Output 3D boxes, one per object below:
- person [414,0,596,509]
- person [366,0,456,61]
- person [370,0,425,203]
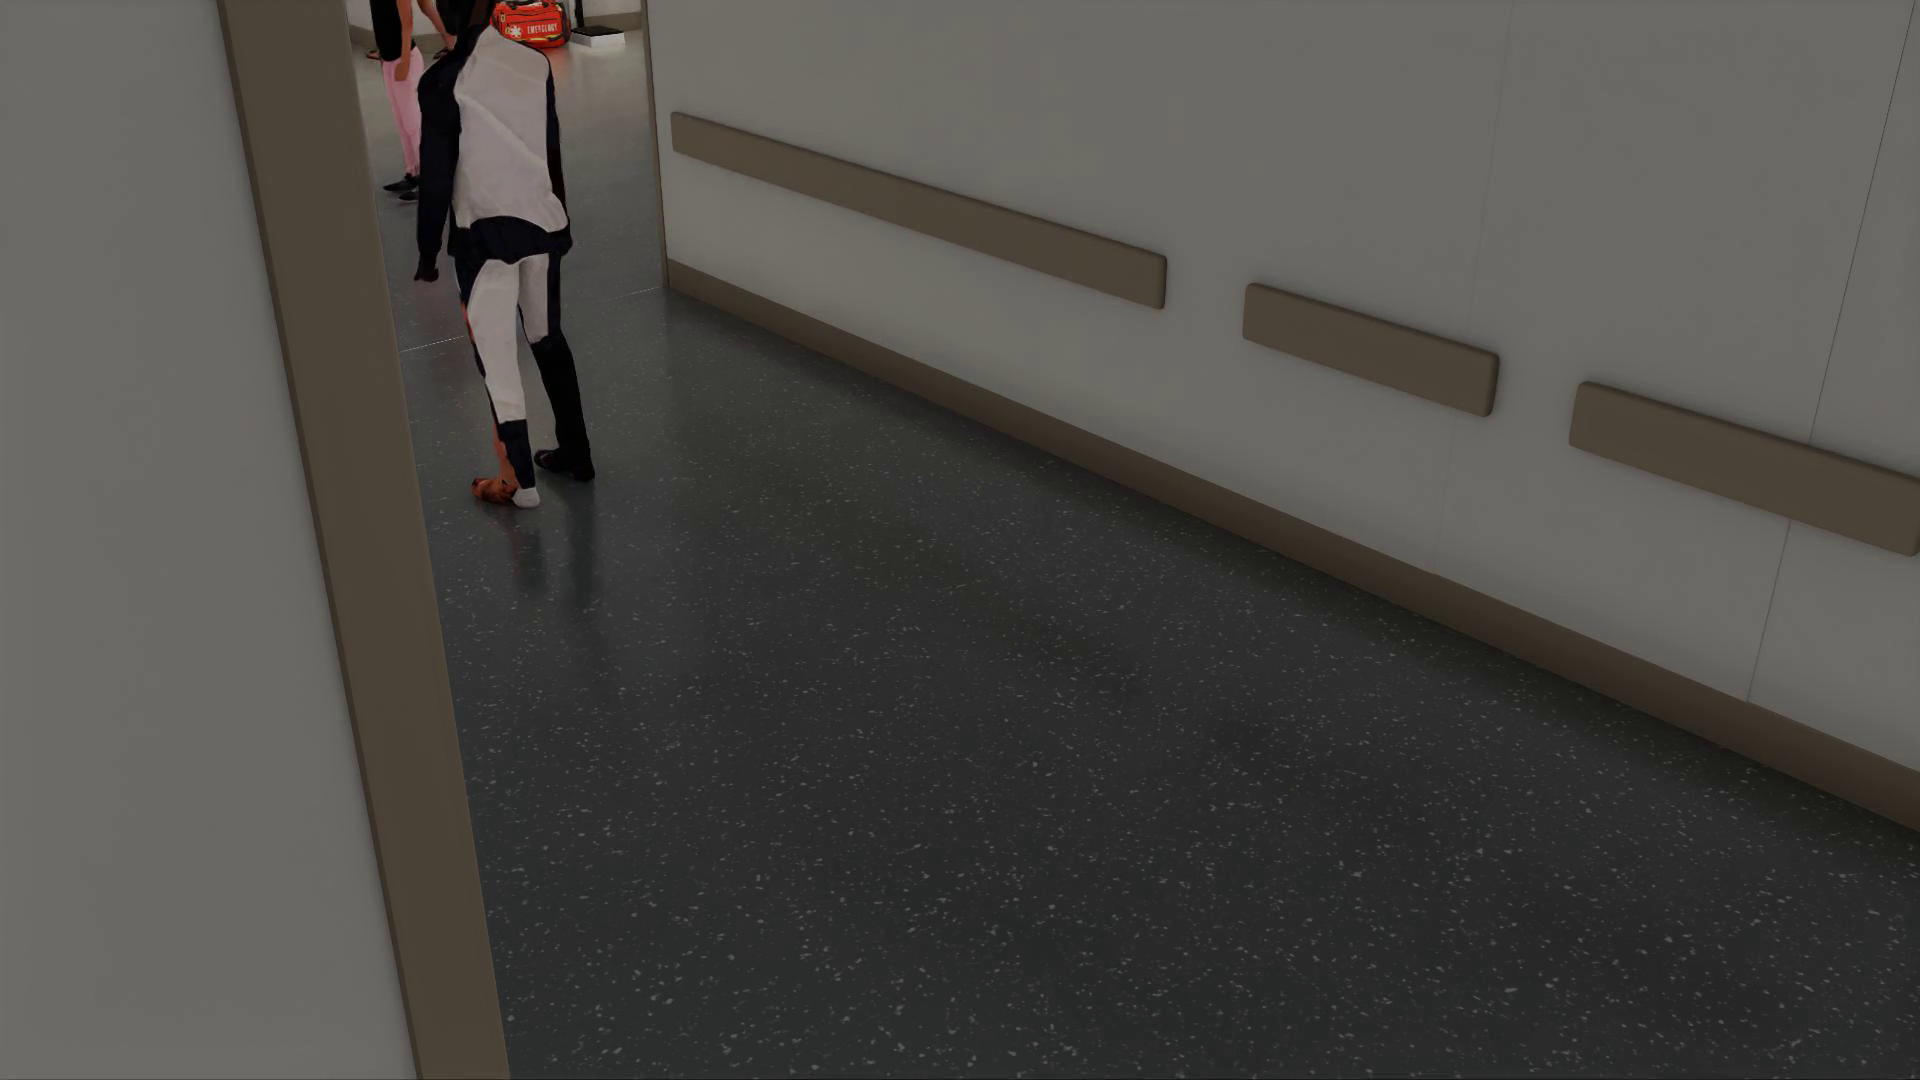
[{"bbox_3d":[-1.531,-1.015,5.656,0.824,1.884,0.634,19,32,34],"label":"person"},{"bbox_3d":[-4.496,-4.718,13.758,1.013,1.518,0.992,3,26,6],"label":"person"},{"bbox_3d":[-3.249,-2.767,9.657,0.534,1.564,0.551,-16,30,-29],"label":"person"}]
